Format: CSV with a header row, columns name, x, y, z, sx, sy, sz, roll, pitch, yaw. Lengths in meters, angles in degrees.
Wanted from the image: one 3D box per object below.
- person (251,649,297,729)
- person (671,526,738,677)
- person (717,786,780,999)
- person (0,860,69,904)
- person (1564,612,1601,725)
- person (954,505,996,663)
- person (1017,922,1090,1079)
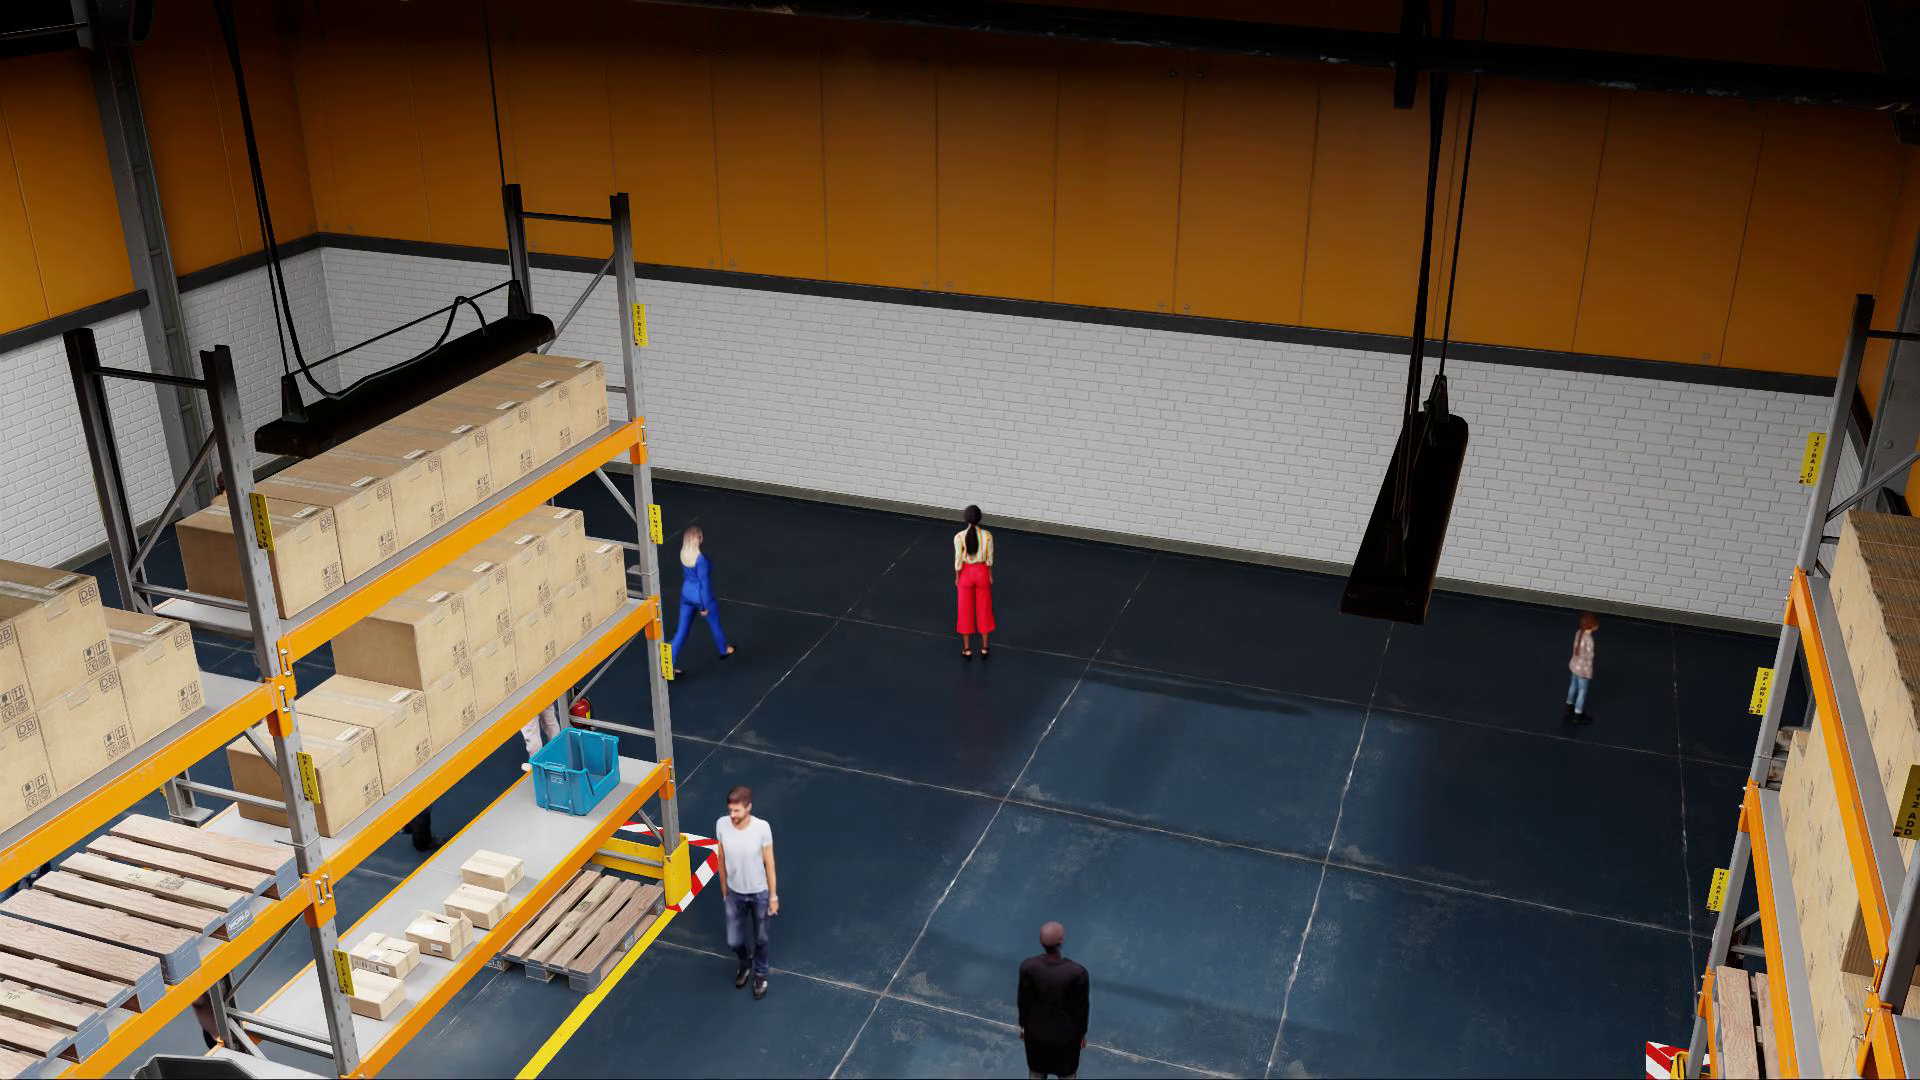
name,x,y,z,sx,sy,sz,roll,pitch,yaw
person,-6.194,1.741,15.253,0.818,1.610,0.947,9,25,21
person,-2.857,0.694,17.593,0.936,1.655,1.276,19,30,37
person,-1.609,2.657,12.854,0.726,1.853,0.735,1,24,2
person,-7.401,2.490,13.336,0.721,1.772,0.914,11,26,24
person,6.279,1.274,16.847,0.637,1.189,0.540,-2,24,-5
person,0.151,0.459,17.958,0.679,1.792,0.678,-3,24,-6
person,0.628,3.367,11.344,0.670,1.761,0.599,5,24,11
